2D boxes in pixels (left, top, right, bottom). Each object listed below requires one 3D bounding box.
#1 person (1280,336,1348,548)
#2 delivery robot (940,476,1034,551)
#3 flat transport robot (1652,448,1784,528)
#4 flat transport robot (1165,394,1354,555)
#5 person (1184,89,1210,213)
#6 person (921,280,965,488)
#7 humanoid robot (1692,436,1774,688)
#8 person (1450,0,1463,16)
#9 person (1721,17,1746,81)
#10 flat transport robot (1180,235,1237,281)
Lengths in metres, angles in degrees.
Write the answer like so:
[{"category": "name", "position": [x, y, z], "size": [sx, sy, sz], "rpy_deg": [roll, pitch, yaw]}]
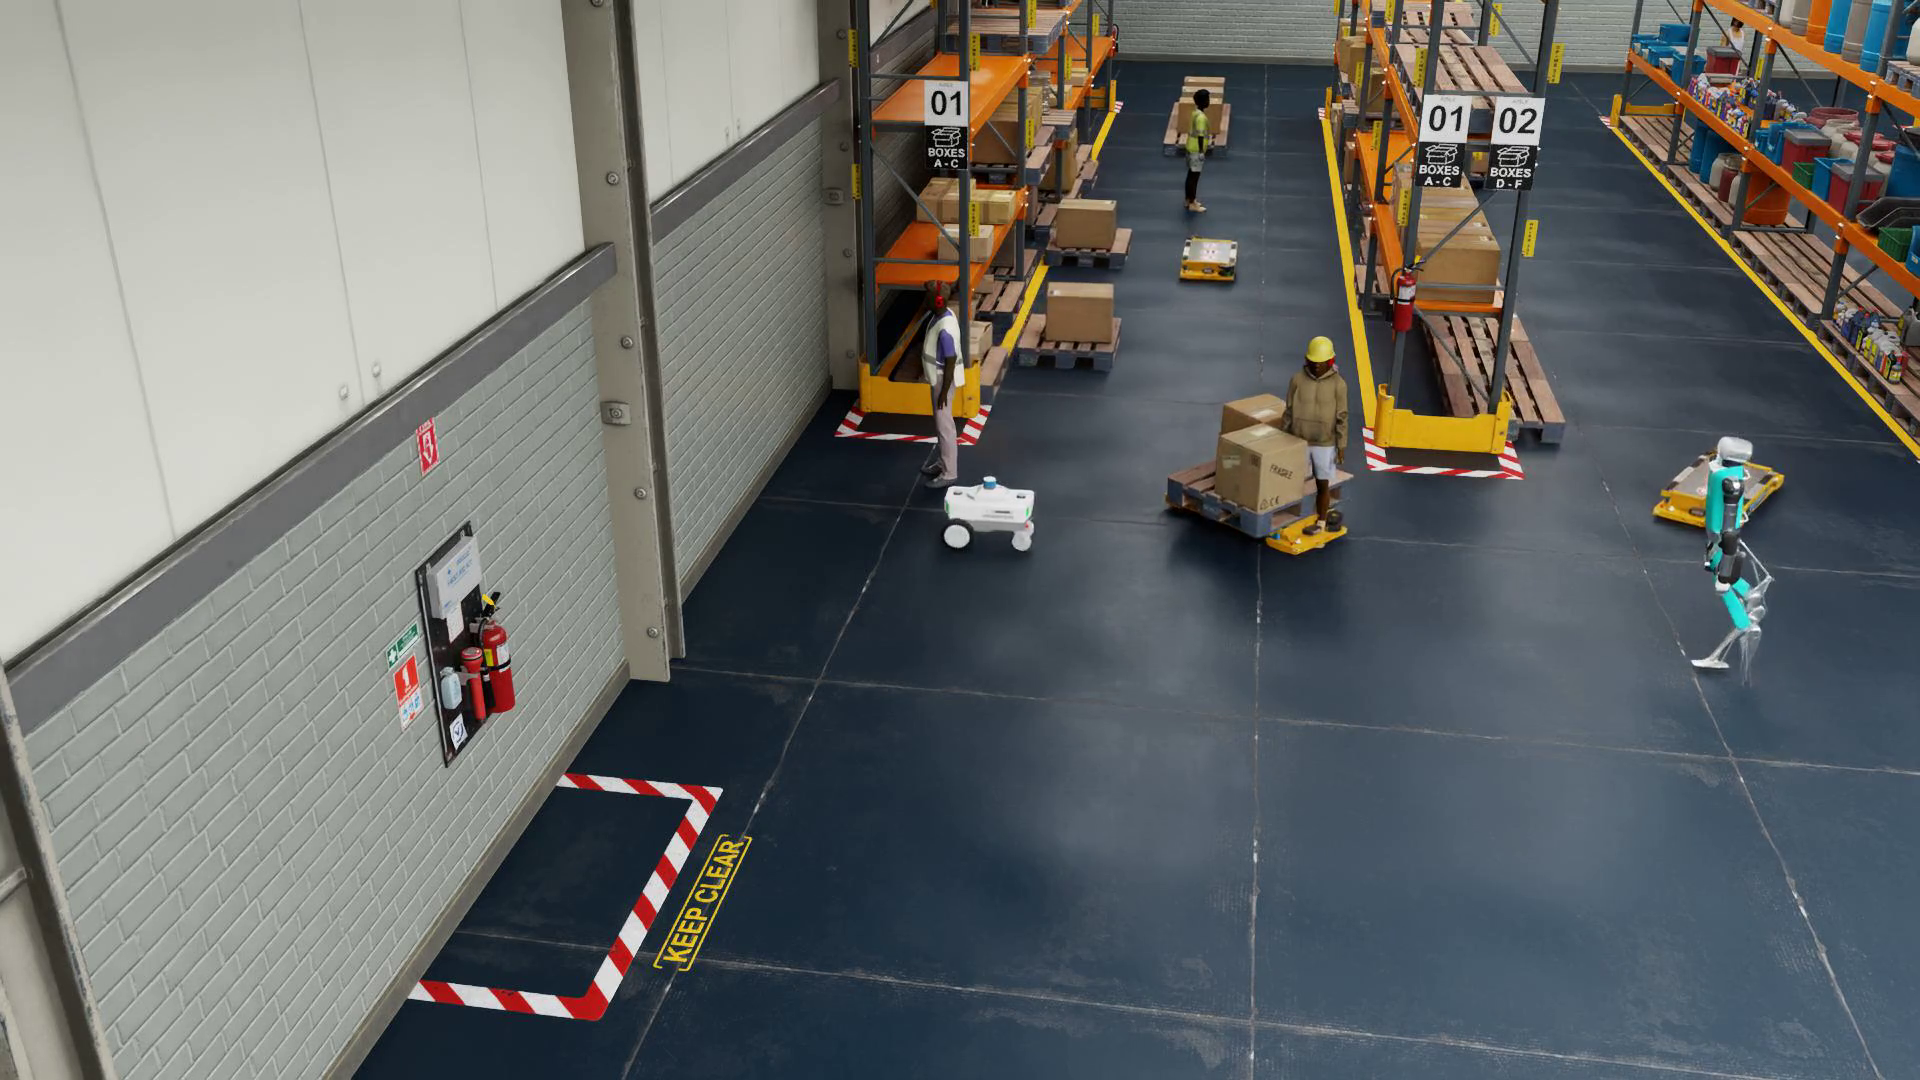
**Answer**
[{"category": "person", "position": [2.827, -0.800, 13.312], "size": [0.541, 1.757, 0.414], "rpy_deg": [10, 27, 21]}, {"category": "delivery robot", "position": [0.214, -0.224, 13.501], "size": [0.775, 0.596, 0.499], "rpy_deg": [3, 25, 7]}, {"category": "flat transport robot", "position": [6.524, -0.423, 14.262], "size": [0.659, 0.231, 1.431], "rpy_deg": [19, 31, 35]}, {"category": "flat transport robot", "position": [2.464, -0.258, 13.910], "size": [0.659, 0.231, 1.431], "rpy_deg": [-20, 31, -36]}, {"category": "person", "position": [3.343, -5.488, 23.414], "size": [0.322, 1.696, 0.535], "rpy_deg": [-1, 25, -3]}, {"category": "person", "position": [-0.147, -1.356, 14.398], "size": [0.375, 1.843, 0.571], "rpy_deg": [-3, 25, -6]}, {"category": "humanoid robot", "position": [5.345, 0.221, 11.287], "size": [0.763, 1.895, 0.543], "rpy_deg": [5, 26, 11]}, {"category": "person", "position": [9.392, -9.396, 31.701], "size": [0.523, 1.767, 0.310], "rpy_deg": [14, 29, 28]}, {"category": "person", "position": [13.624, -8.376, 29.401], "size": [0.529, 1.862, 0.379], "rpy_deg": [-8, 26, -16]}, {"category": "flat transport robot", "position": [3.143, -3.544, 20.942], "size": [0.659, 0.231, 1.431], "rpy_deg": [4, 25, 9]}]
